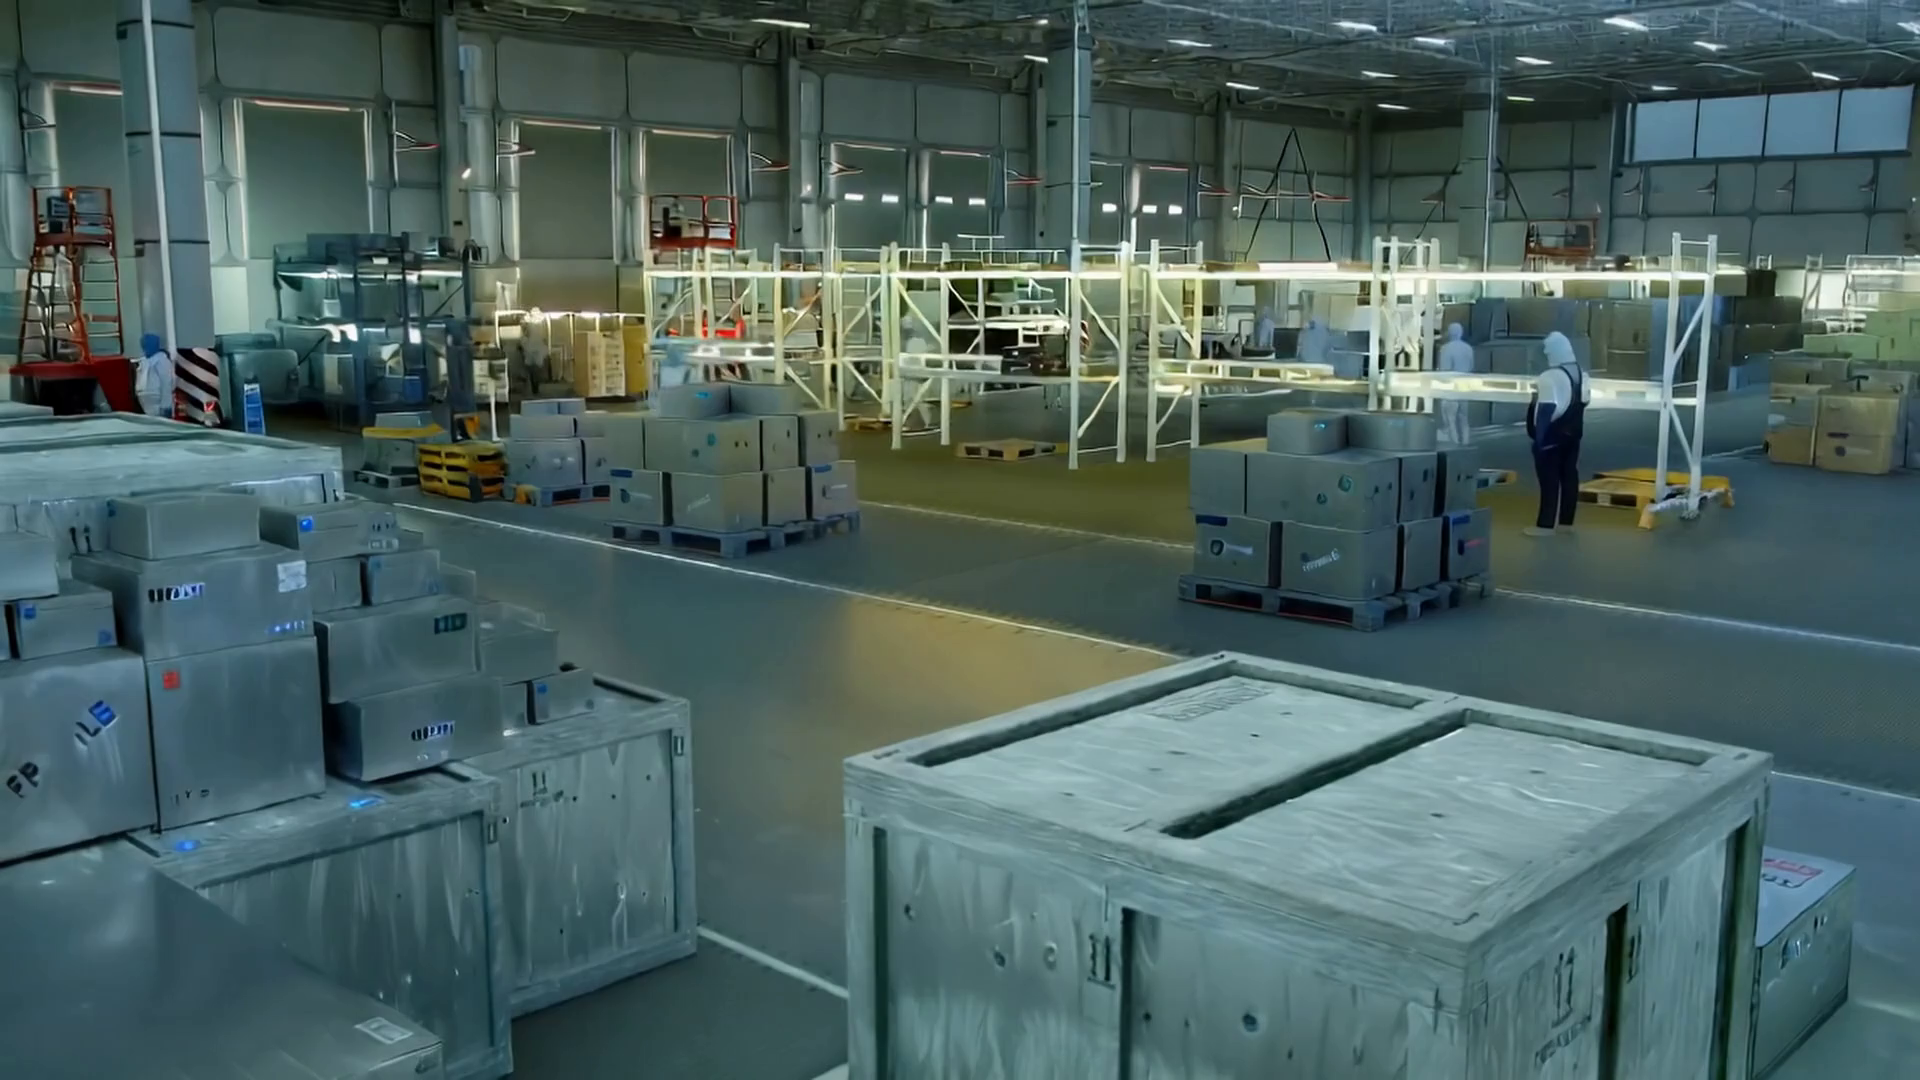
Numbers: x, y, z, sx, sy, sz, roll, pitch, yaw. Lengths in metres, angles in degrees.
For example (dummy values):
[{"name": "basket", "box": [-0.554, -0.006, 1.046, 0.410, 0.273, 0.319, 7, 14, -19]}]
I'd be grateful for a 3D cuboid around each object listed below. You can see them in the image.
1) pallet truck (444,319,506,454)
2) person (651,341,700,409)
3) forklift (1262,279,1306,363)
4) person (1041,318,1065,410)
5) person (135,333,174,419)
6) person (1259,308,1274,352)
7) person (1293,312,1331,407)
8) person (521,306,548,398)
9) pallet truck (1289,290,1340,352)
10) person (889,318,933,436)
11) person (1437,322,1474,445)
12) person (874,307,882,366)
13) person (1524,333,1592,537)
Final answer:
[{"name": "pallet truck", "box": [-6.981, -1.942, 22.150, 1.885, 1.965, 0.823, 1, 9, 9]}, {"name": "person", "box": [-3.256, -1.375, 19.200, 0.594, 1.842, 0.992, 4, 10, 24]}, {"name": "forklift", "box": [8.557, -6.090, 44.881, 1.873, 2.768, 1.129, 9, 13, 43]}, {"name": "person", "box": [1.762, -3.314, 31.370, 0.486, 1.737, 0.321, -2, 10, -14]}, {"name": "person", "box": [-10.298, -1.722, 21.287, 0.626, 1.842, 0.429, 8, 12, 40]}, {"name": "person", "box": [7.750, -5.033, 42.104, 0.431, 1.664, 0.529, -1, 9, -5]}, {"name": "person", "box": [6.422, -3.217, 30.314, 0.654, 1.891, 1.033, 7, 12, 38]}, {"name": "person", "box": [-8.771, -3.865, 34.282, 0.578, 1.887, 0.574, -1, 9, -5]}, {"name": "pallet truck", "box": [11.297, -6.951, 52.861, 1.885, 1.965, 0.823, -5, 11, -29]}, {"name": "person", "box": [-0.745, -2.612, 26.651, 0.608, 1.881, 1.001, 7, 11, 36]}, {"name": "person", "box": [6.859, -2.050, 23.043, 0.624, 1.932, 0.381, -7, 12, -37]}, {"name": "person", "box": [-2.144, -5.384, 44.385, 0.312, 1.633, 0.520, 0, 9, -2]}, {"name": "person", "box": [5.907, -1.056, 16.586, 0.672, 2.000, 0.536, -6, 11, -33]}]
